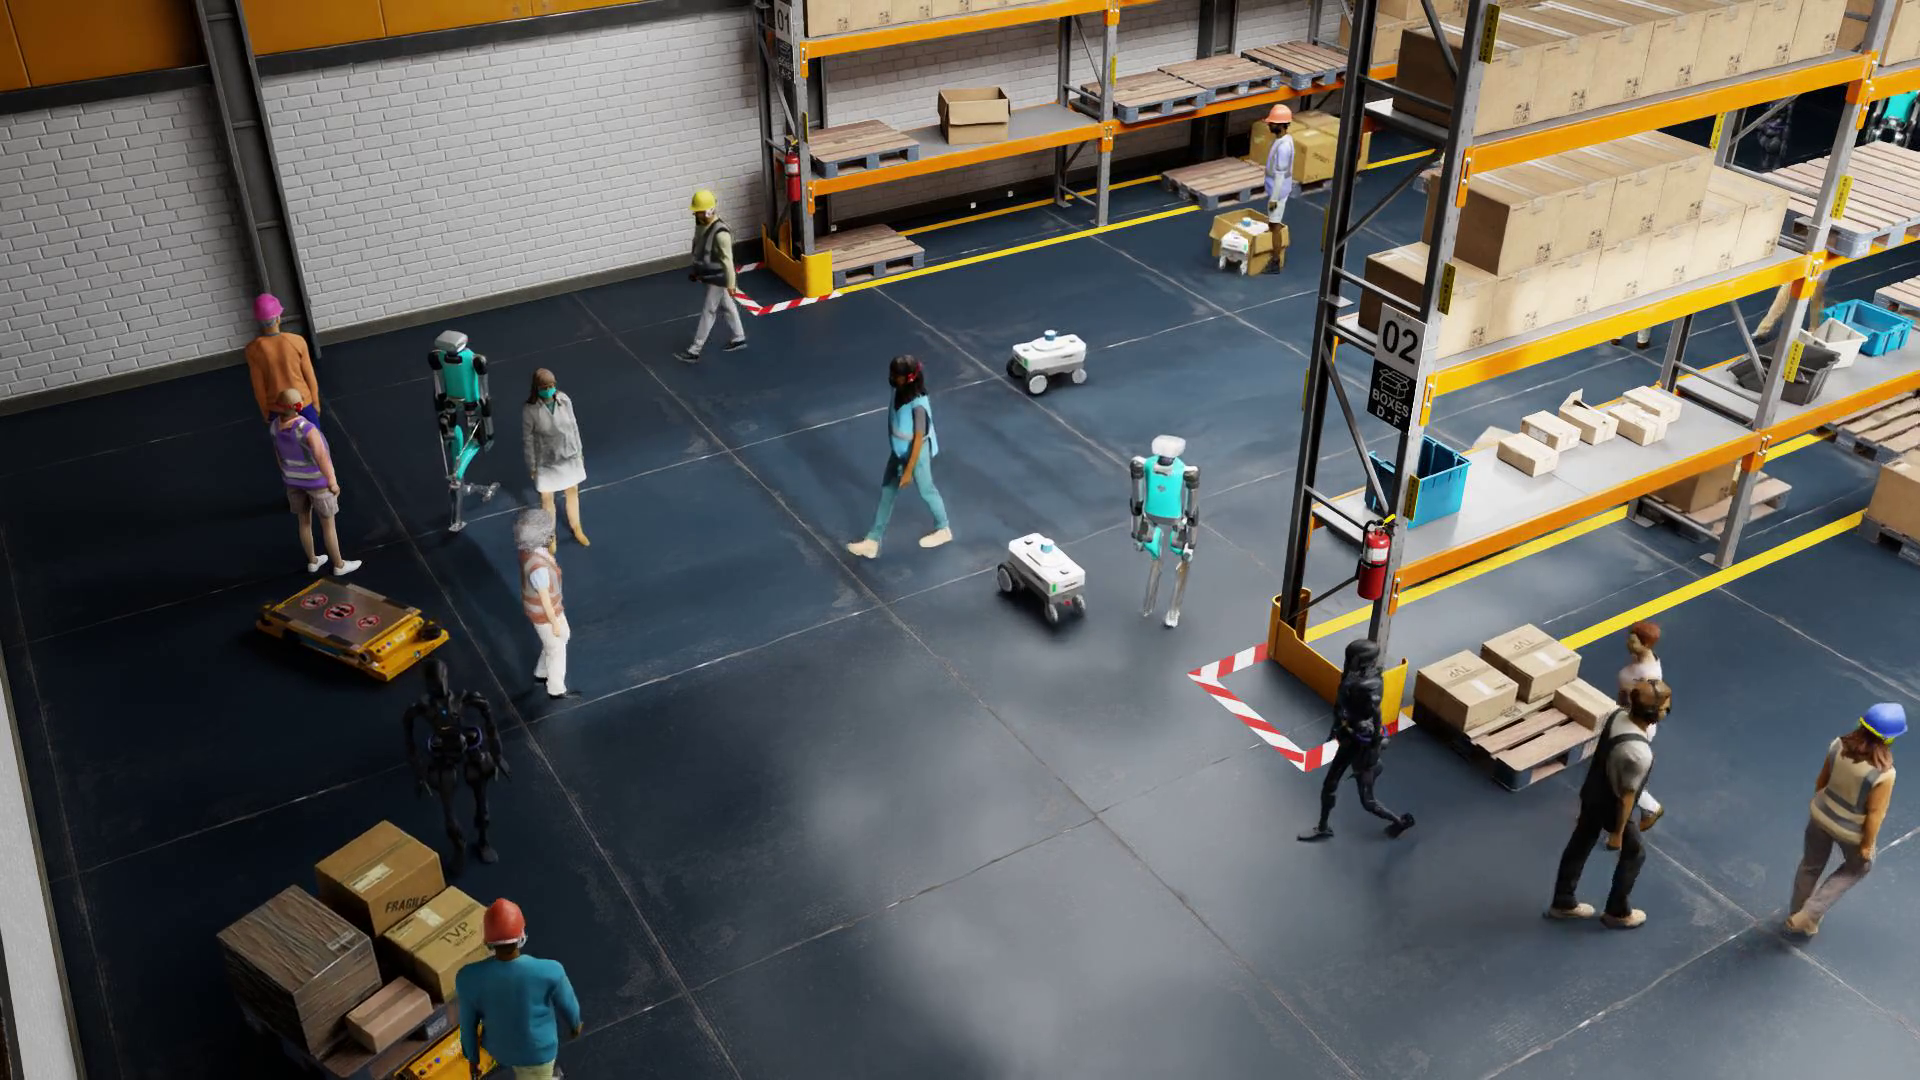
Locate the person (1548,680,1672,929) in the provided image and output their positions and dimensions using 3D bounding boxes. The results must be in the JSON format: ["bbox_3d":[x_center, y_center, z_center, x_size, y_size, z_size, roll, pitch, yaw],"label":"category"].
[{"bbox_3d":[4.035,1.602,10.068,0.715,1.818,0.502,-5,32,-8],"label":"person"}]

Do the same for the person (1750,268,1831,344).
[{"bbox_3d":[8.753,-2.810,17.214,0.896,1.698,0.555,-14,35,-21],"label":"person"}]

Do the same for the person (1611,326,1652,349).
[{"bbox_3d":[7.064,-2.869,17.150,0.555,1.877,0.402,14,35,21],"label":"person"}]

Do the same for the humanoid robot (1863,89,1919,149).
[{"bbox_3d":[11.347,-4.818,20.442,0.548,1.769,1.054,22,38,31],"label":"humanoid robot"}]

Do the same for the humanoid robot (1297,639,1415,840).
[{"bbox_3d":[2.633,1.300,10.741,0.753,1.639,0.609,-7,33,-11],"label":"humanoid robot"}]

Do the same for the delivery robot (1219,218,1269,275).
[{"bbox_3d":[3.318,-3.449,19.328,0.499,0.608,0.797,19,37,27],"label":"delivery robot"}]

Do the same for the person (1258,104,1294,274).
[{"bbox_3d":[3.567,-3.975,18.869,0.376,1.933,0.542,4,32,6],"label":"person"}]

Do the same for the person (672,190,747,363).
[{"bbox_3d":[-2.612,-2.684,16.929,0.900,1.785,0.624,-16,35,-23],"label":"person"}]

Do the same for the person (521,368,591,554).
[{"bbox_3d":[-3.368,-0.657,13.819,0.512,1.661,0.337,-20,37,-29],"label":"person"}]

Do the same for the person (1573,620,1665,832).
[{"bbox_3d":[4.398,1.239,10.805,0.447,1.640,0.467,4,32,6],"label":"person"}]

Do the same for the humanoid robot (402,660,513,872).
[{"bbox_3d":[-3.166,1.410,10.517,0.614,1.645,0.362,-10,33,-15],"label":"humanoid robot"}]

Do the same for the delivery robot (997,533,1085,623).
[{"bbox_3d":[0.678,0.261,13.412,0.499,0.608,0.797,-18,36,-26],"label":"delivery robot"}]

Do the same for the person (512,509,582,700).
[{"bbox_3d":[-2.992,0.484,12.006,0.324,1.671,0.515,-8,33,-13],"label":"person"}]

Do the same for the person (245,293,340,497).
[{"bbox_3d":[-5.790,-1.180,14.356,0.506,1.982,0.391,-13,34,-19],"label":"person"}]

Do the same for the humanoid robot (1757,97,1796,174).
[{"bbox_3d":[10.169,-5.100,20.894,0.402,1.649,0.603,-1,32,-2],"label":"humanoid robot"}]

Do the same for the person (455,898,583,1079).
[{"bbox_3d":[-2.258,2.548,8.661,0.571,1.709,0.766,3,32,5],"label":"person"}]

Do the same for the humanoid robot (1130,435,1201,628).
[{"bbox_3d":[1.620,-0.098,12.865,0.530,1.783,0.725,12,34,18],"label":"humanoid robot"}]

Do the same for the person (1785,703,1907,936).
[{"bbox_3d":[5.322,1.689,9.973,0.385,1.760,0.487,-14,35,-21],"label":"person"}]

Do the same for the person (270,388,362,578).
[{"bbox_3d":[-5.271,-0.456,13.470,0.480,1.694,0.351,10,33,15],"label":"person"}]

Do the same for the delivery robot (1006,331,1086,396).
[{"bbox_3d":[0.892,-1.814,16.701,0.781,0.587,0.499,-13,34,-19],"label":"delivery robot"}]

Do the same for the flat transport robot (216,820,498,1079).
[{"bbox_3d":[-3.294,2.759,9.684,1.431,0.231,0.659,22,38,30],"label":"flat transport robot"}]

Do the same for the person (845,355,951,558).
[{"bbox_3d":[-0.488,-0.670,13.700,0.983,1.814,0.528,-21,38,-29],"label":"person"}]

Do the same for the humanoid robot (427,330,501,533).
[{"bbox_3d":[-4.280,-0.843,14.071,0.535,1.741,1.053,8,33,12],"label":"humanoid robot"}]

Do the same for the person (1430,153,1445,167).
[{"bbox_3d":[6.549,-5.818,21.889,0.376,1.836,0.558,22,38,30],"label":"person"}]

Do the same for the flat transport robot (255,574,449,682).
[{"bbox_3d":[-4.769,0.670,13.016,1.431,0.231,0.659,17,36,25],"label":"flat transport robot"}]
